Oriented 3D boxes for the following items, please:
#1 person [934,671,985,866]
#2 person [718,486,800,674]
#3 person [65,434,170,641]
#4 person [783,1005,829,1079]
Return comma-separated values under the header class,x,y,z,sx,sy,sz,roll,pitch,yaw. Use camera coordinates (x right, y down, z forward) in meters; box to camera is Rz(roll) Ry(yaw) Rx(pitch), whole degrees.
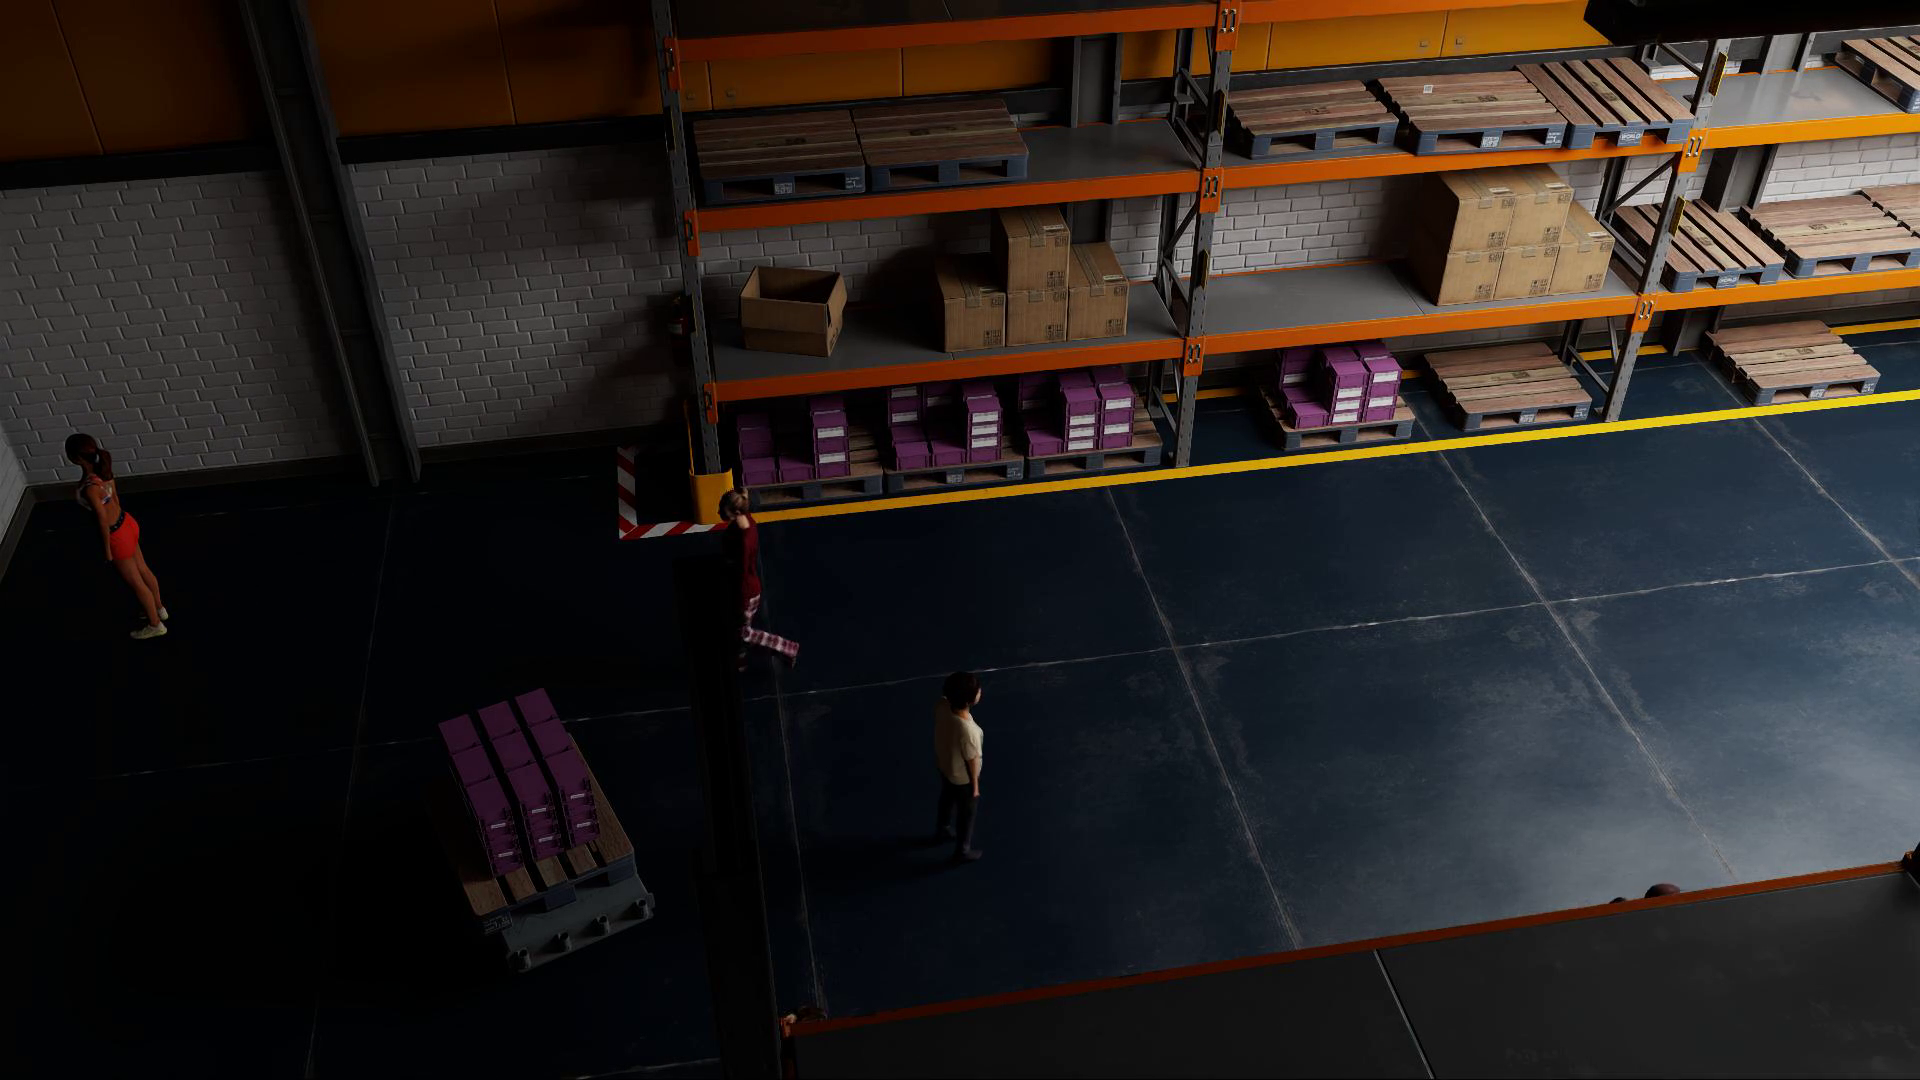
class,x,y,z,sx,sy,sz,roll,pitch,yaw
person,-0.011,1.446,10.551,0.611,1.584,0.649,-22,44,-25
person,-1.496,0.331,11.868,0.841,1.681,0.633,-7,39,-8
person,-6.197,-0.036,12.240,0.562,1.791,0.564,-5,39,-6
person,-0.903,2.940,8.643,0.640,1.631,0.637,-15,41,-18
